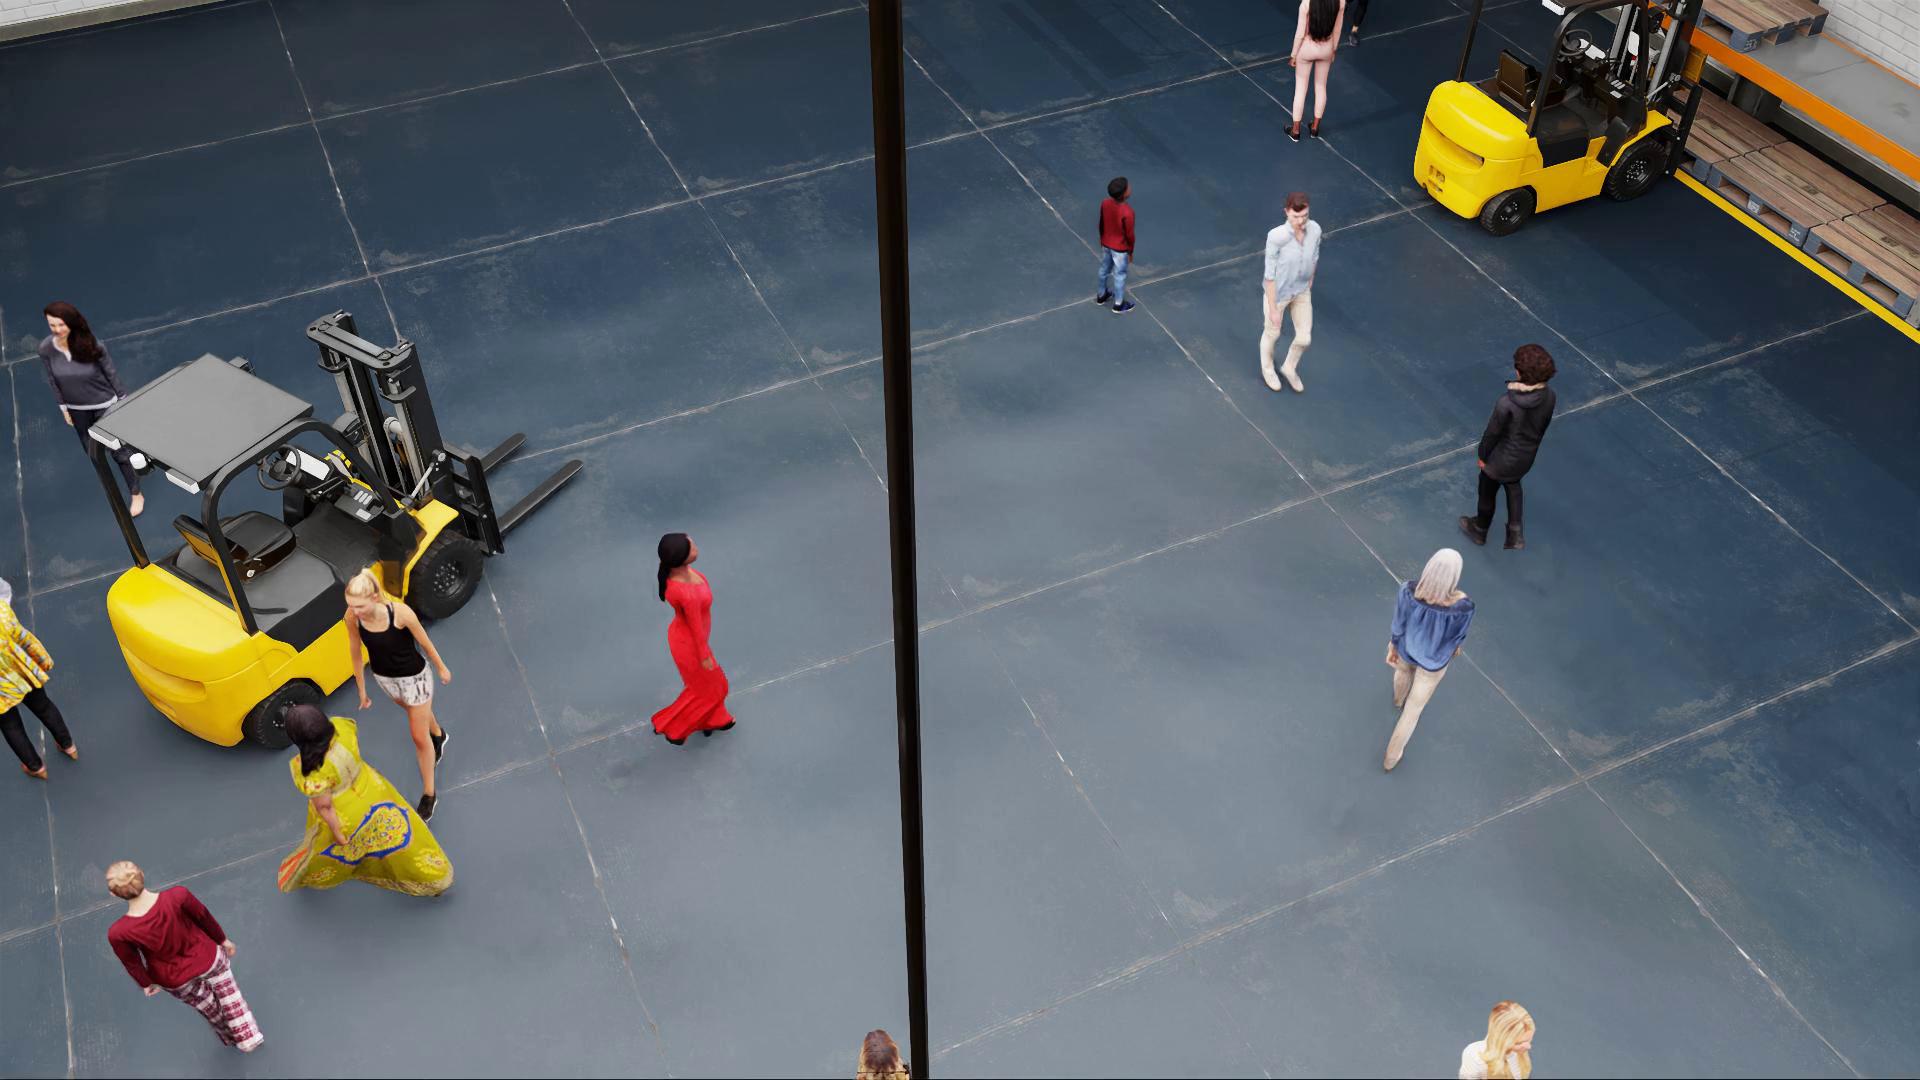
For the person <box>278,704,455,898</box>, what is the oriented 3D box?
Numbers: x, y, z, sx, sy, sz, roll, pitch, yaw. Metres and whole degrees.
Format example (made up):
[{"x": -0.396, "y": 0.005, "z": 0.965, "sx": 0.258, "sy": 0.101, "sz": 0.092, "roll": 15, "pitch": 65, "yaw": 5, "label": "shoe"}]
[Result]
[{"x": -3.415, "y": 1.552, "z": 9.526, "sx": 1.351, "sy": 1.595, "sz": 1.299, "roll": 13, "pitch": 45, "yaw": 13, "label": "person"}]

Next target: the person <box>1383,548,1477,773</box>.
[{"x": 2.827, "y": 0.780, "z": 10.288, "sx": 1.056, "sy": 1.661, "sz": 1.034, "roll": 23, "pitch": 48, "yaw": 22, "label": "person"}]

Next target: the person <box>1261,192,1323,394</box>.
[{"x": 2.520, "y": -1.989, "z": 13.066, "sx": 0.694, "sy": 1.829, "sz": 0.697, "roll": -15, "pitch": 46, "yaw": -15, "label": "person"}]

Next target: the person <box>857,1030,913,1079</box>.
[{"x": -0.354, "y": 2.945, "z": 8.007, "sx": 0.608, "sy": 1.661, "sz": 0.604, "roll": -14, "pitch": 45, "yaw": -15, "label": "person"}]

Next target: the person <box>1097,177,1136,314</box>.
[{"x": 1.314, "y": -2.500, "z": 14.018, "sx": 0.623, "sy": 1.255, "sz": 0.510, "roll": -34, "pitch": 53, "yaw": -31, "label": "person"}]

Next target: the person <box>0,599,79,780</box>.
[{"x": -5.871, "y": 0.852, "z": 10.211, "sx": 0.914, "sy": 1.652, "sz": 0.864, "roll": 26, "pitch": 49, "yaw": 25, "label": "person"}]

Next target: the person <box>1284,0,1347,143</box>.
[{"x": 3.402, "y": -4.658, "z": 15.945, "sx": 0.666, "sy": 1.721, "sz": 0.612, "roll": -8, "pitch": 44, "yaw": -8, "label": "person"}]

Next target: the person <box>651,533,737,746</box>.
[{"x": -1.737, "y": 0.668, "z": 10.325, "sx": 0.708, "sy": 1.772, "sz": 0.718, "roll": -14, "pitch": 45, "yaw": -15, "label": "person"}]

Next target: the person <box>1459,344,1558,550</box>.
[{"x": 3.892, "y": -0.573, "z": 11.622, "sx": 0.694, "sy": 1.769, "sz": 0.857, "roll": -12, "pitch": 45, "yaw": -12, "label": "person"}]

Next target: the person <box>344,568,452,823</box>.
[{"x": -3.390, "y": 0.758, "z": 10.197, "sx": 0.956, "sy": 1.808, "sz": 1.135, "roll": 2, "pitch": 44, "yaw": 2, "label": "person"}]

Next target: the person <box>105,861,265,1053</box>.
[{"x": -4.032, "y": 2.257, "z": 8.709, "sx": 0.750, "sy": 1.691, "sz": 0.787, "roll": -27, "pitch": 50, "yaw": -26, "label": "person"}]

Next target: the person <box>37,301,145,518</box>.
[{"x": -6.303, "y": -1.028, "z": 12.114, "sx": 0.780, "sy": 1.750, "sz": 1.023, "roll": -7, "pitch": 44, "yaw": -7, "label": "person"}]

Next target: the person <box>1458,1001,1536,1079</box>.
[{"x": 2.478, "y": 2.771, "z": 8.071, "sx": 0.666, "sy": 1.826, "sz": 0.630, "roll": -32, "pitch": 52, "yaw": -29, "label": "person"}]
